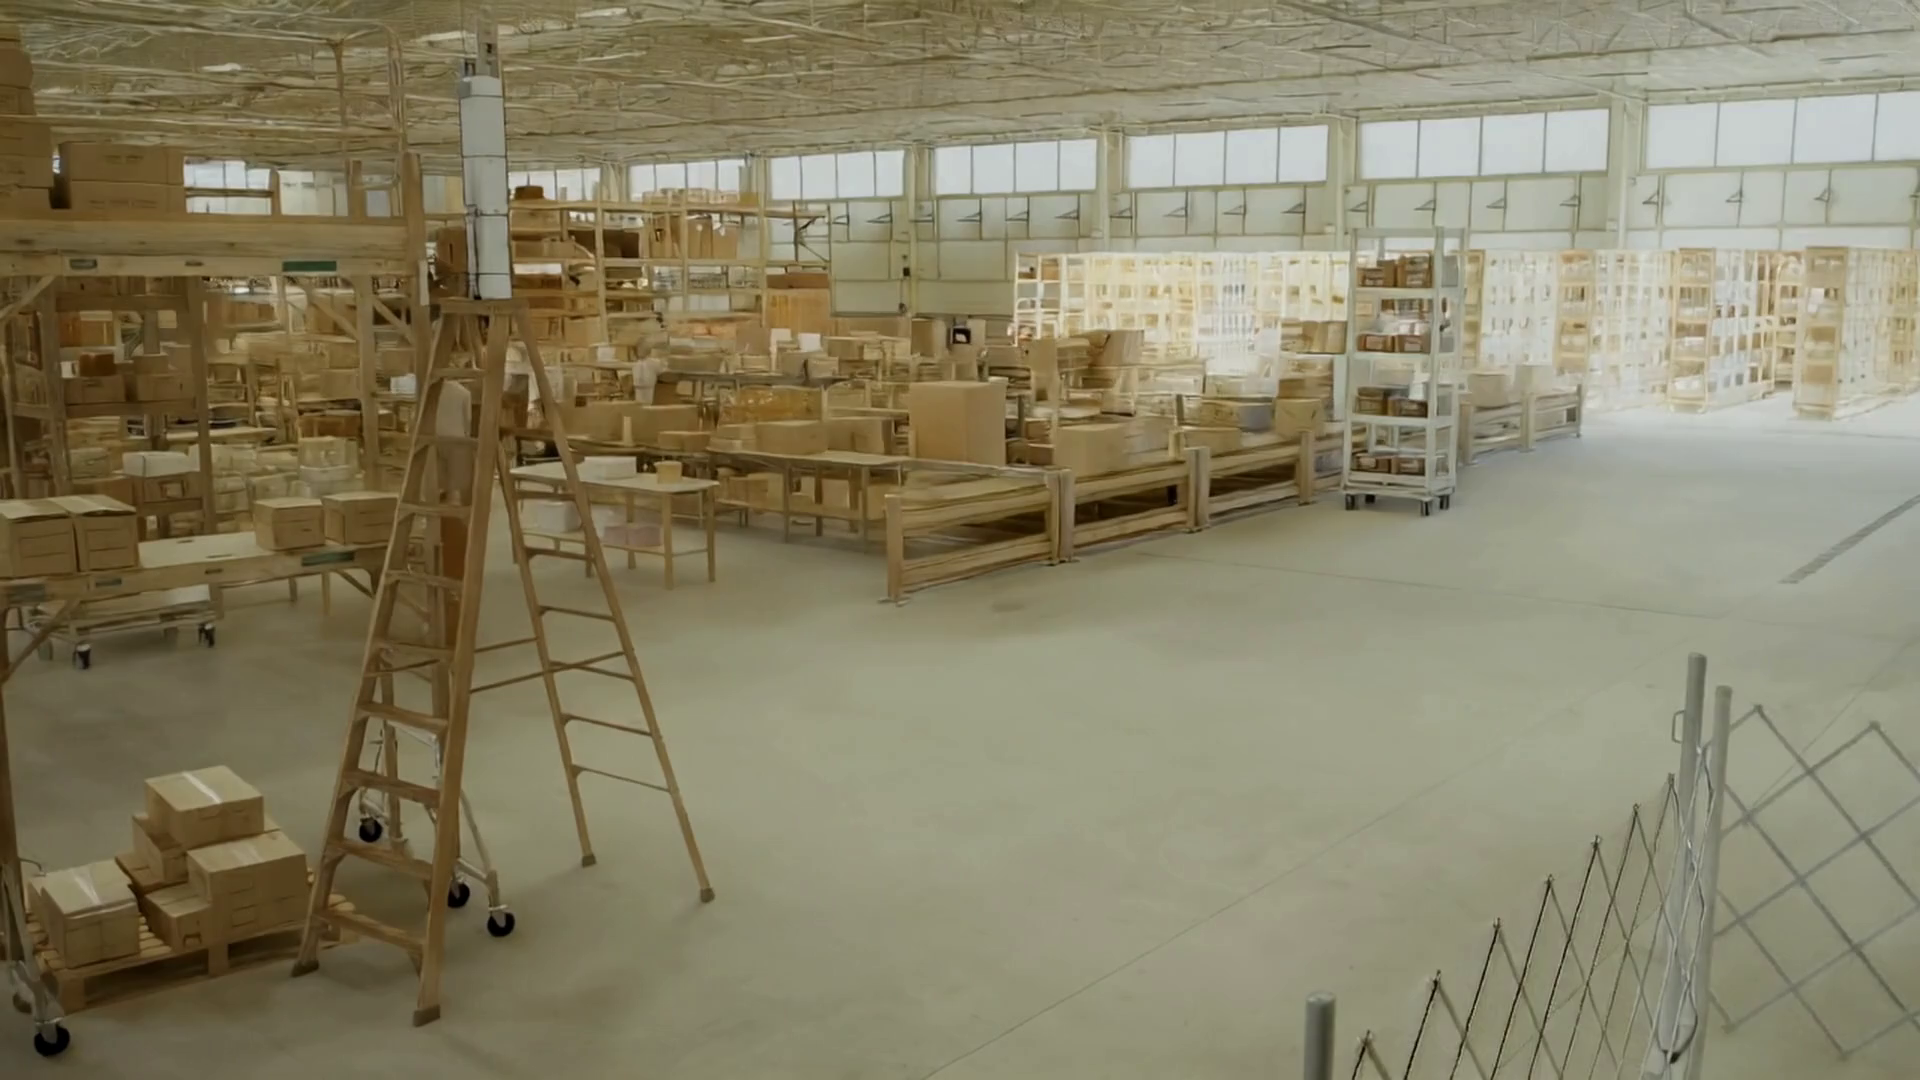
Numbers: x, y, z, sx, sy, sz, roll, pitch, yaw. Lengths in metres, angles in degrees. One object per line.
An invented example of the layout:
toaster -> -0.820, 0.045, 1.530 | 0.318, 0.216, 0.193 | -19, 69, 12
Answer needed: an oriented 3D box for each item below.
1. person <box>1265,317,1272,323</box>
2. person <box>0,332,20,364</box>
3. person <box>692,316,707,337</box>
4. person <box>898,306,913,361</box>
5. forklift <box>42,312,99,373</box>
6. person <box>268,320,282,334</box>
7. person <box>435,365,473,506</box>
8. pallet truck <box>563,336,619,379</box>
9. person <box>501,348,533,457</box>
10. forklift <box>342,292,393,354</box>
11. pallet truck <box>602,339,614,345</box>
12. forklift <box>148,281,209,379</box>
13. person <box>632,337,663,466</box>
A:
person -> 9.389, -6.015, 51.015 | 0.949, 1.783, 0.604 | 7, 11, 37
person -> -23.748, -4.423, 41.517 | 0.276, 1.632, 0.507 | 8, 12, 41
person -> -8.018, -6.010, 51.153 | 0.534, 1.726, 0.916 | -7, 12, -38
person -> -1.802, -6.710, 54.728 | 0.512, 1.971, 0.610 | 5, 10, 26
forklift -> -23.779, -5.451, 44.052 | 1.873, 2.768, 1.129 | 7, 11, 36
person -> -19.578, -5.448, 47.666 | 0.539, 1.716, 0.926 | 5, 11, 30
person -> -6.737, -1.385, 21.862 | 0.665, 1.851, 0.994 | -5, 10, -27
pallet truck -> -10.690, -5.294, 48.215 | 1.601, 1.201, 0.680 | -5, 10, -26
person -> -7.352, -2.262, 27.492 | 0.624, 1.803, 0.762 | -4, 10, -24
forklift -> -16.485, -5.622, 45.120 | 1.129, 2.768, 1.873 | 7, 11, 37
pallet truck -> -8.991, -4.871, 45.351 | 0.653, 1.274, 1.630 | 7, 11, 37
forklift -> -20.629, -5.522, 44.493 | 1.129, 2.768, 1.873 | 7, 11, 37
person -> -4.958, -2.183, 26.293 | 0.403, 2.033, 0.607 | 6, 11, 35
